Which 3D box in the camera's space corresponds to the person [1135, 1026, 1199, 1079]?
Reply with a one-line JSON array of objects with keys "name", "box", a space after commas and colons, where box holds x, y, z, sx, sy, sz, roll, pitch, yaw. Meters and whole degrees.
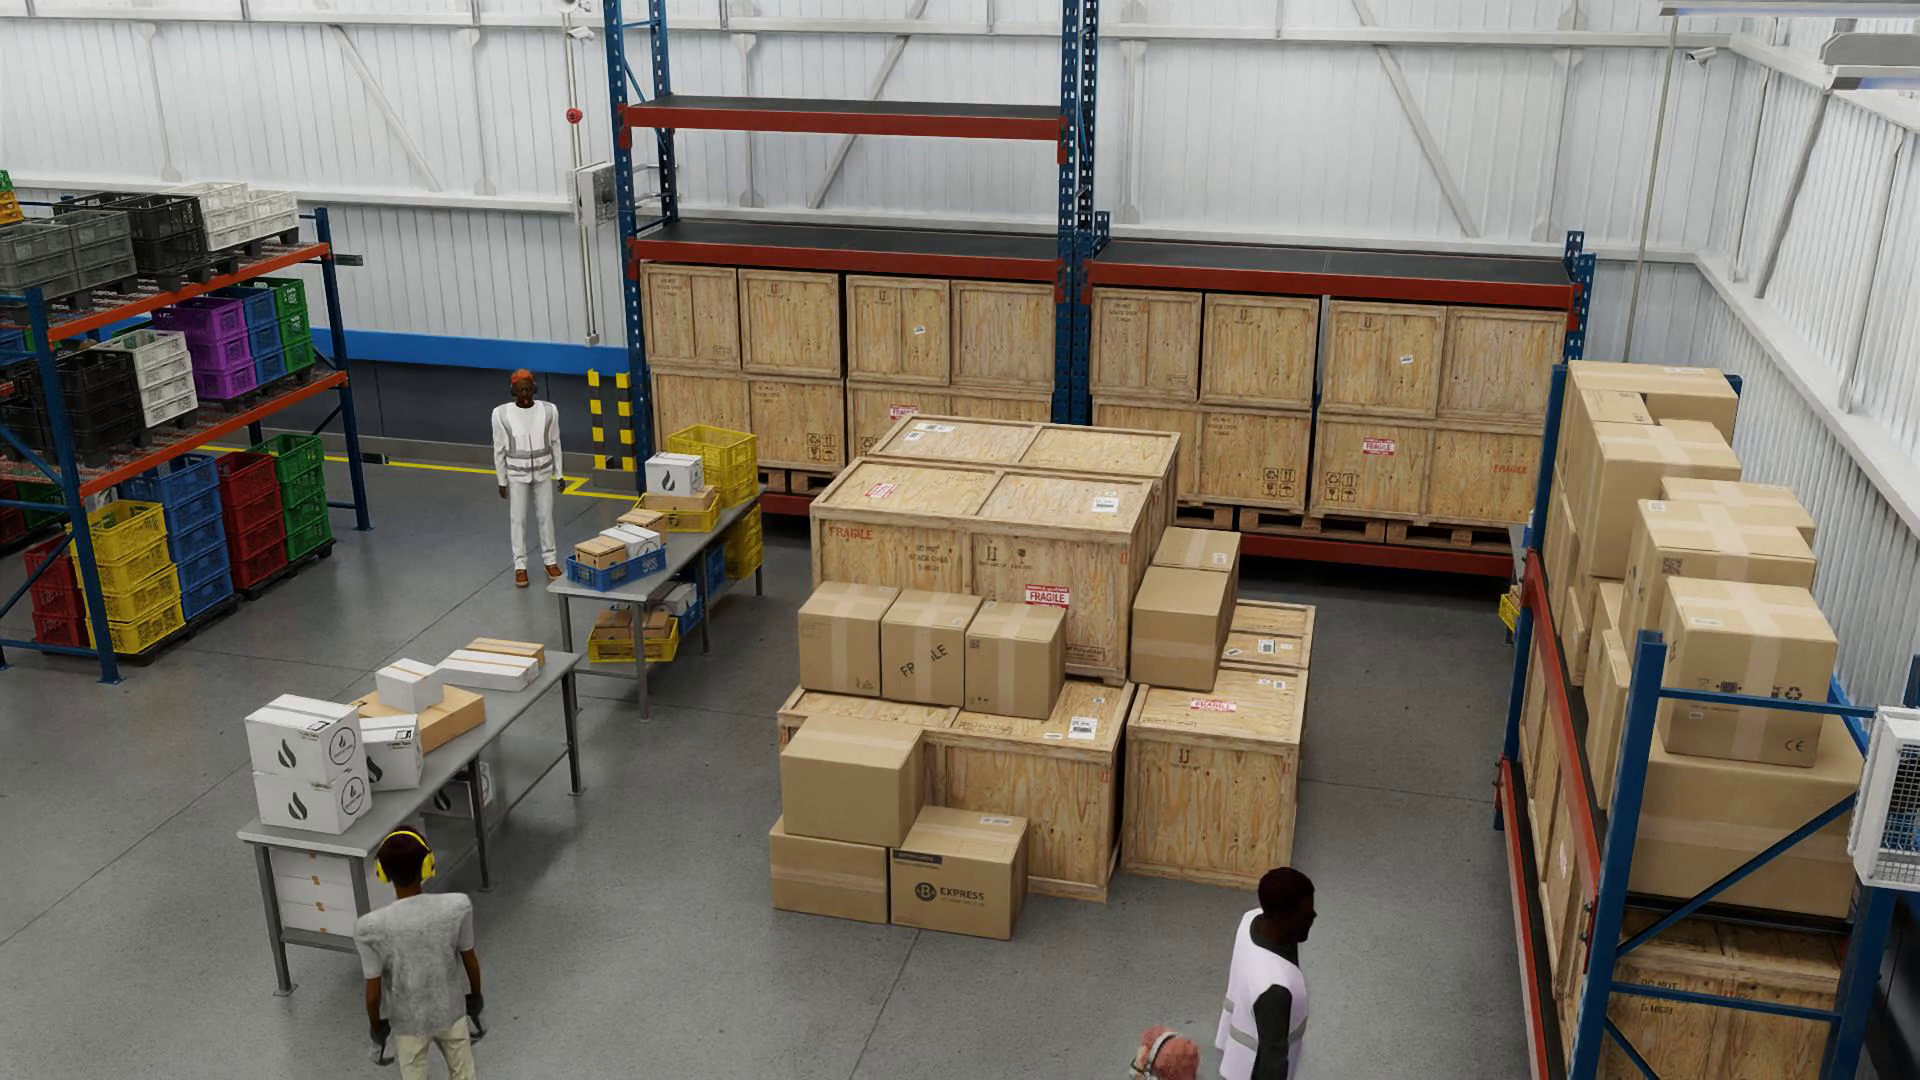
[{"name": "person", "box": [0.768, 2.608, 5.987, 0.984, 1.857, 0.666, 13, 24, 30]}]

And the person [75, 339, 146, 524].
[{"name": "person", "box": [-7.639, -0.851, 14.915, 0.631, 1.939, 0.370, -8, 23, -21]}]

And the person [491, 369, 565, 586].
[{"name": "person", "box": [-3.663, -0.543, 14.181, 0.572, 1.887, 0.353, -10, 23, -24]}]

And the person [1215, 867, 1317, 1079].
[{"name": "person", "box": [1.261, 2.205, 6.948, 0.377, 1.917, 0.600, 0, 21, 1]}]

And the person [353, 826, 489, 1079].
[{"name": "person", "box": [-2.338, 2.108, 7.286, 0.517, 1.861, 0.334, -10, 23, -25]}]
